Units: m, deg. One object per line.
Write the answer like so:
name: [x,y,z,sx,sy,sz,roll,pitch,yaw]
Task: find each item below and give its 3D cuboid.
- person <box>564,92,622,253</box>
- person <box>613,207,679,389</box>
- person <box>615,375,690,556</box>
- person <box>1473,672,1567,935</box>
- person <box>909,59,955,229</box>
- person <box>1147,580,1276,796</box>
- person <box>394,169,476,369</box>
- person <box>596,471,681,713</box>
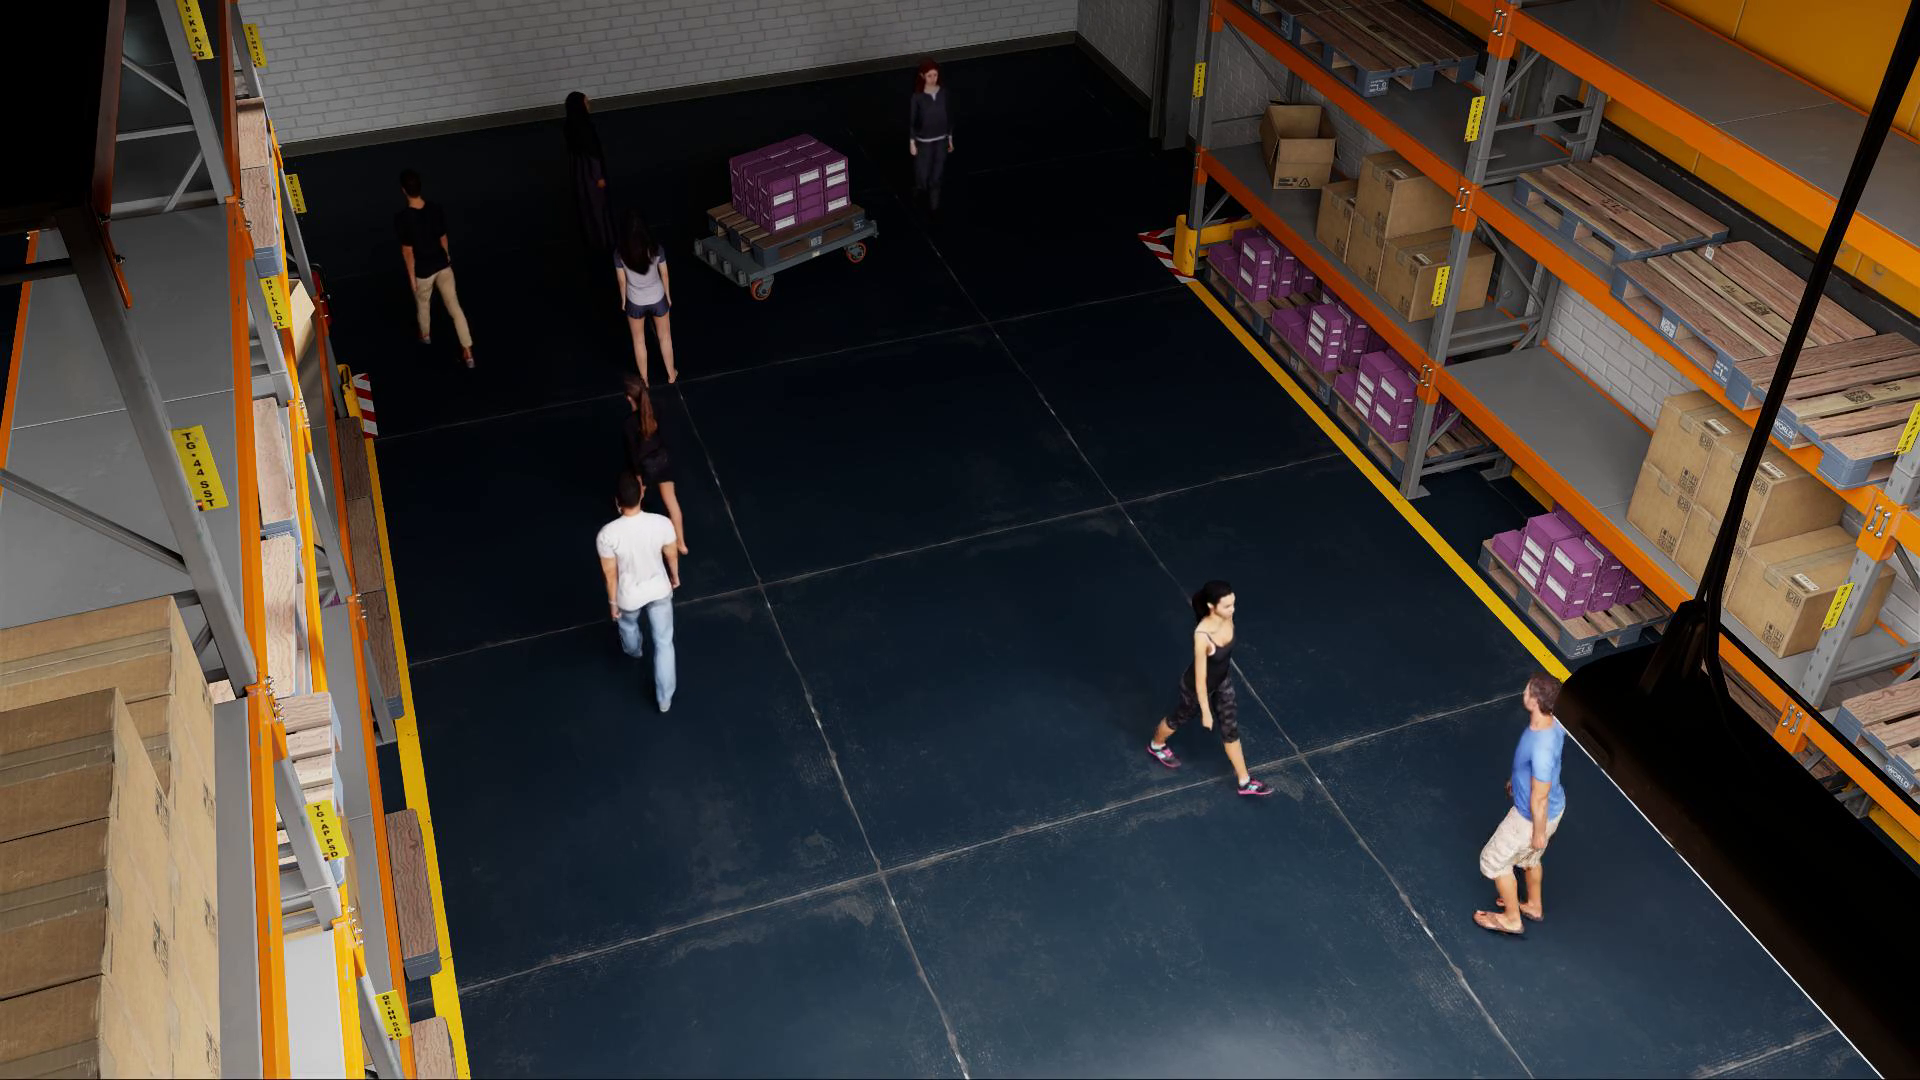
person: [-3.685,-3.649,16.436,0.748,1.615,0.636,-28,46,-30]
person: [-2.731,-2.095,14.416,0.610,1.707,0.547,-9,40,-12]
person: [-2.296,-0.537,12.616,0.788,1.518,1.094,-28,47,-31]
person: [3.401,1.598,9.696,0.903,1.827,0.845,10,40,13]
person: [-0.326,-4.037,16.796,0.629,1.771,0.729,-17,42,-20]
person: [1.482,0.911,10.669,1.222,1.684,0.998,26,45,29]
person: [-4.596,-2.331,14.629,0.979,1.810,1.252,-31,48,-33]
person: [-2.123,0.399,11.201,0.700,1.822,1.086,-12,40,-14]
